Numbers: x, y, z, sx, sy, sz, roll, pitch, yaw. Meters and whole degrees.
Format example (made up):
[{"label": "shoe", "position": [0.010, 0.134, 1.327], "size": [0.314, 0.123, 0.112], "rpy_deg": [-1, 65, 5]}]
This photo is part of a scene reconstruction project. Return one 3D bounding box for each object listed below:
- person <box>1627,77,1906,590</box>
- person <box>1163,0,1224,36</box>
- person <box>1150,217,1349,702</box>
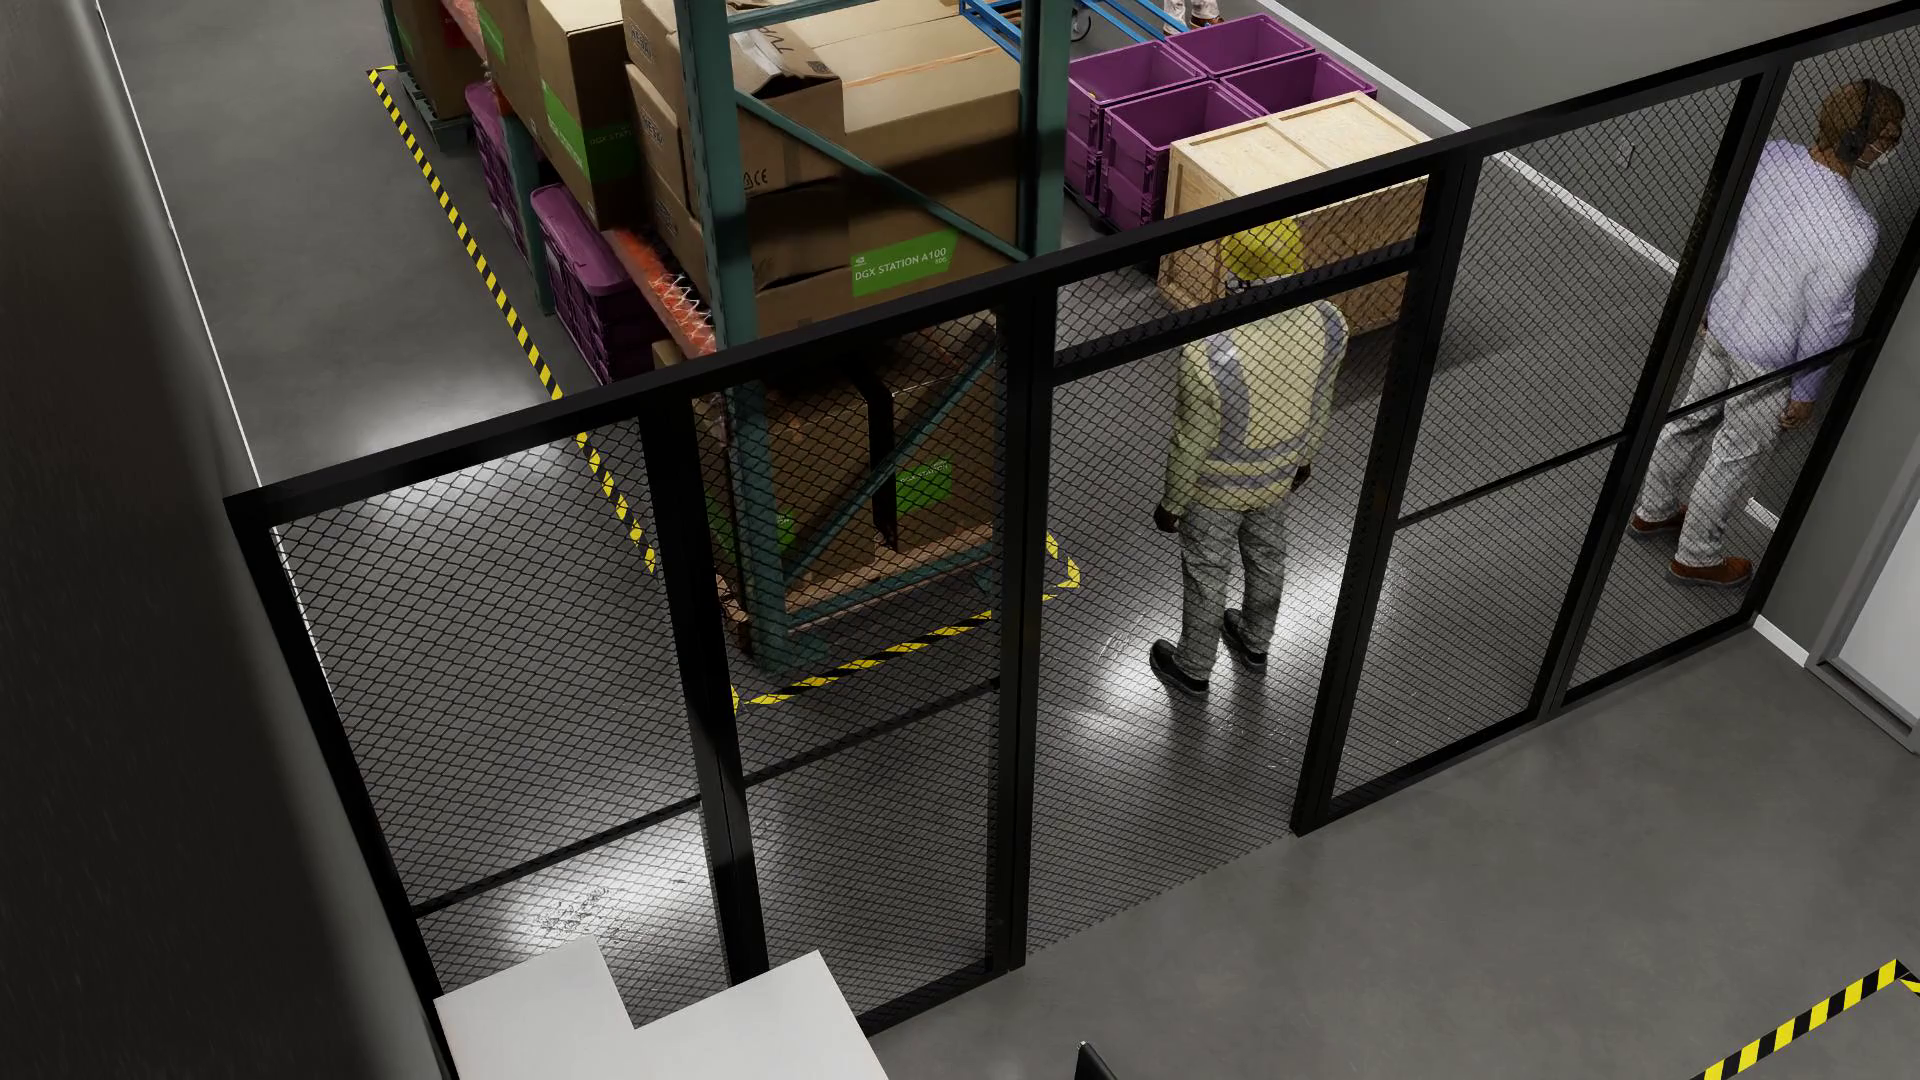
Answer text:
[{"label": "person", "position": [2.737, -0.670, 5.680], "size": [0.355, 1.936, 0.637], "rpy_deg": [-8, 43, -9]}, {"label": "person", "position": [1.342, -3.576, 8.816], "size": [0.377, 1.995, 0.612], "rpy_deg": [34, 52, 31]}, {"label": "person", "position": [0.876, -0.238, 5.283], "size": [0.601, 1.830, 0.404], "rpy_deg": [-20, 46, -20]}]
